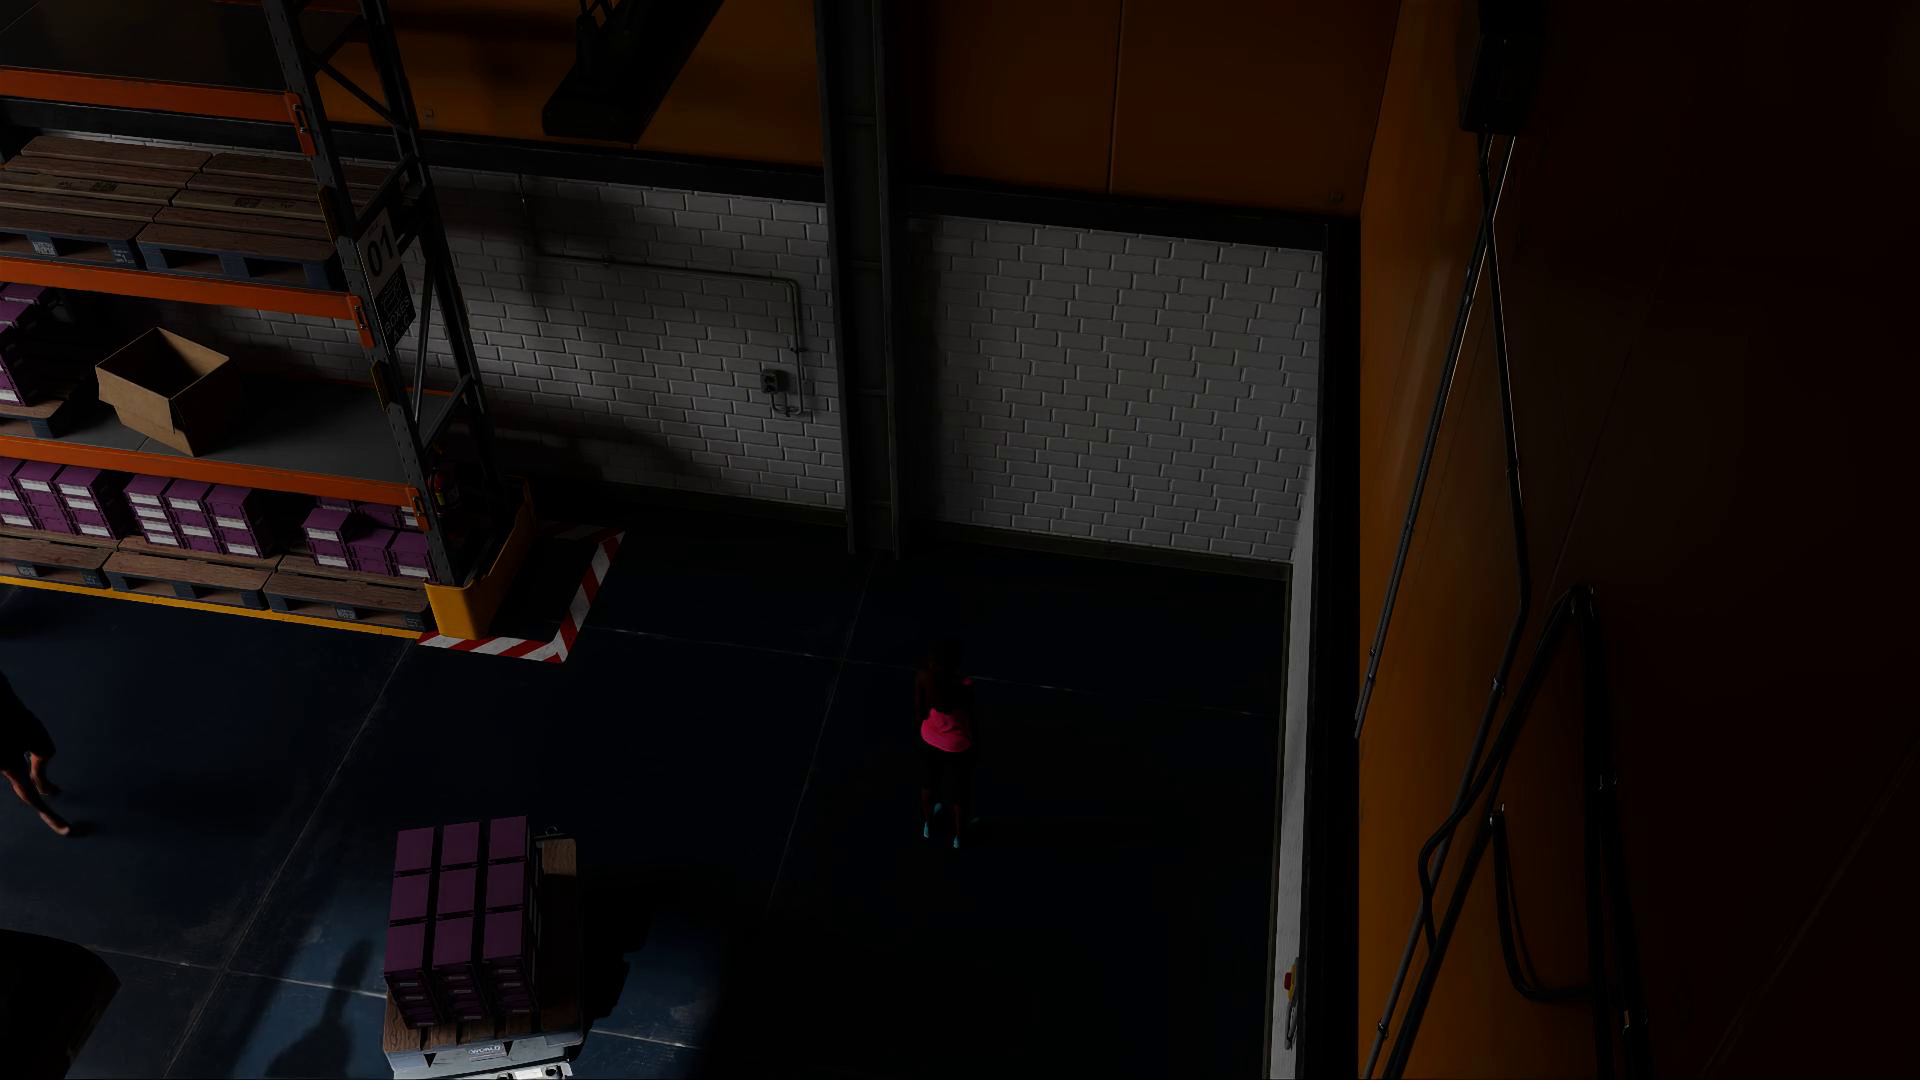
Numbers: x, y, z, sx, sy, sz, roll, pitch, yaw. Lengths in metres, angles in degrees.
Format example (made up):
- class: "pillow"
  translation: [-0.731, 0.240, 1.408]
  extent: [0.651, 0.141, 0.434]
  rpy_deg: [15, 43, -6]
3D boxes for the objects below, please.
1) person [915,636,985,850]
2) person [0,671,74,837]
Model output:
- class: "person"
  translation: [-0.082, 1.194, 9.777]
  extent: [0.582, 1.726, 0.678]
  rpy_deg: [20, 47, 20]
- class: "person"
  translation: [-5.709, 1.157, 9.879]
  extent: [0.636, 1.638, 0.596]
  rpy_deg: [12, 45, 12]
